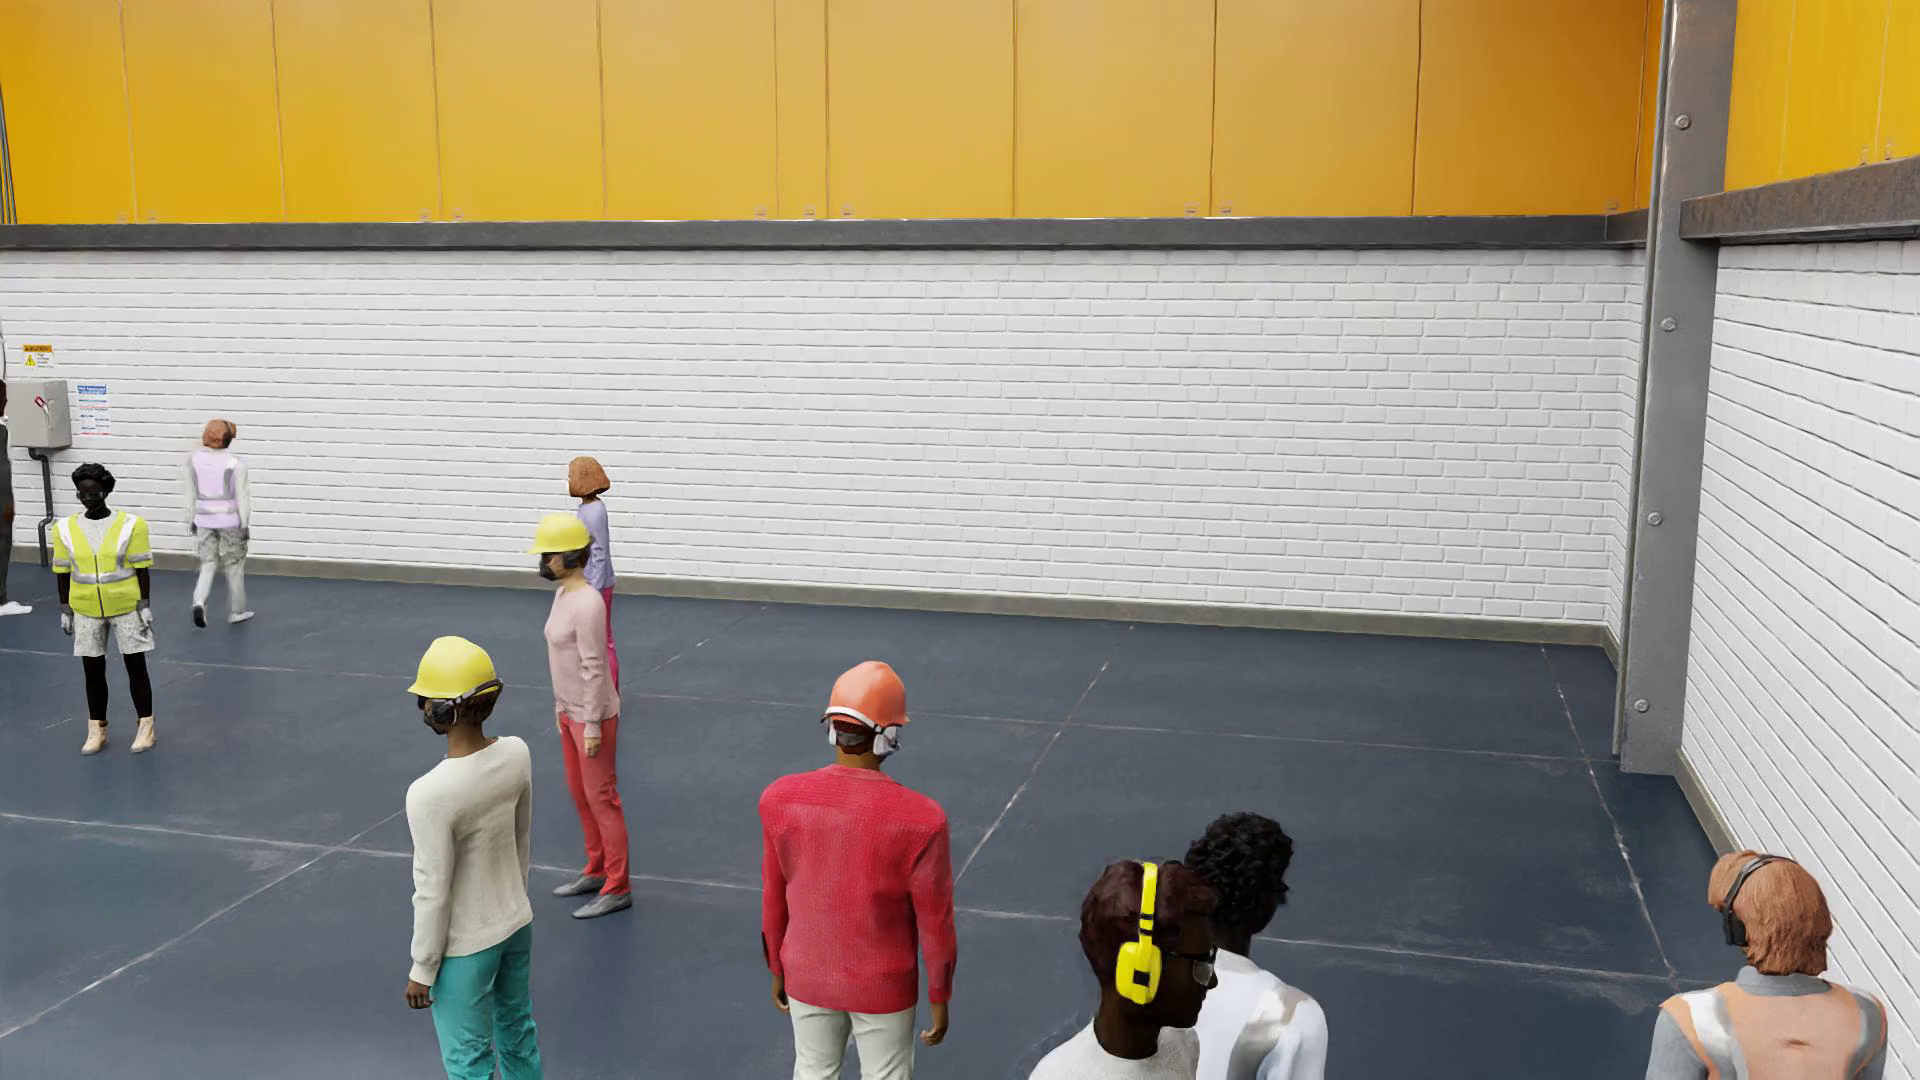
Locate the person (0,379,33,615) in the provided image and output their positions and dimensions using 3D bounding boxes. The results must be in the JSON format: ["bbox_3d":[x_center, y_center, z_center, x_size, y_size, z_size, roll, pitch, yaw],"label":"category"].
[{"bbox_3d":[-7.725,-0.348,13.229,0.654,1.909,0.396,7,12,35],"label":"person"}]

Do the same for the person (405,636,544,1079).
[{"bbox_3d":[-1.420,1.147,4.827,0.309,1.769,0.525,3,10,17],"label":"person"}]

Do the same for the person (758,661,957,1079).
[{"bbox_3d":[-0.277,1.193,4.638,0.575,1.740,0.354,3,10,17],"label":"person"}]

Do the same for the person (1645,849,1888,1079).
[{"bbox_3d":[1.644,1.447,3.457,0.523,1.631,0.317,-1,10,-8],"label":"person"}]

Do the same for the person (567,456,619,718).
[{"bbox_3d":[-2.257,0.300,10.202,0.286,1.634,0.500,-3,10,-17],"label":"person"}]

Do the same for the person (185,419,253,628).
[{"bbox_3d":[-5.686,-0.123,12.732,0.535,1.613,0.583,0,10,3],"label":"person"}]

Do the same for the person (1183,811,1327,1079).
[{"bbox_3d":[0.546,1.405,3.545,0.319,1.689,0.540,-9,13,-42],"label":"person"}]

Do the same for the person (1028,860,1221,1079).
[{"bbox_3d":[0.264,1.447,2.900,0.855,1.823,0.524,9,13,44],"label":"person"}]

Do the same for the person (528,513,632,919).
[{"bbox_3d":[-1.651,0.754,7.182,0.346,1.760,0.528,-5,11,-27],"label":"person"}]

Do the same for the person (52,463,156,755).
[{"bbox_3d":[-4.875,0.392,9.499,0.530,1.688,0.323,-2,10,-13],"label":"person"}]
